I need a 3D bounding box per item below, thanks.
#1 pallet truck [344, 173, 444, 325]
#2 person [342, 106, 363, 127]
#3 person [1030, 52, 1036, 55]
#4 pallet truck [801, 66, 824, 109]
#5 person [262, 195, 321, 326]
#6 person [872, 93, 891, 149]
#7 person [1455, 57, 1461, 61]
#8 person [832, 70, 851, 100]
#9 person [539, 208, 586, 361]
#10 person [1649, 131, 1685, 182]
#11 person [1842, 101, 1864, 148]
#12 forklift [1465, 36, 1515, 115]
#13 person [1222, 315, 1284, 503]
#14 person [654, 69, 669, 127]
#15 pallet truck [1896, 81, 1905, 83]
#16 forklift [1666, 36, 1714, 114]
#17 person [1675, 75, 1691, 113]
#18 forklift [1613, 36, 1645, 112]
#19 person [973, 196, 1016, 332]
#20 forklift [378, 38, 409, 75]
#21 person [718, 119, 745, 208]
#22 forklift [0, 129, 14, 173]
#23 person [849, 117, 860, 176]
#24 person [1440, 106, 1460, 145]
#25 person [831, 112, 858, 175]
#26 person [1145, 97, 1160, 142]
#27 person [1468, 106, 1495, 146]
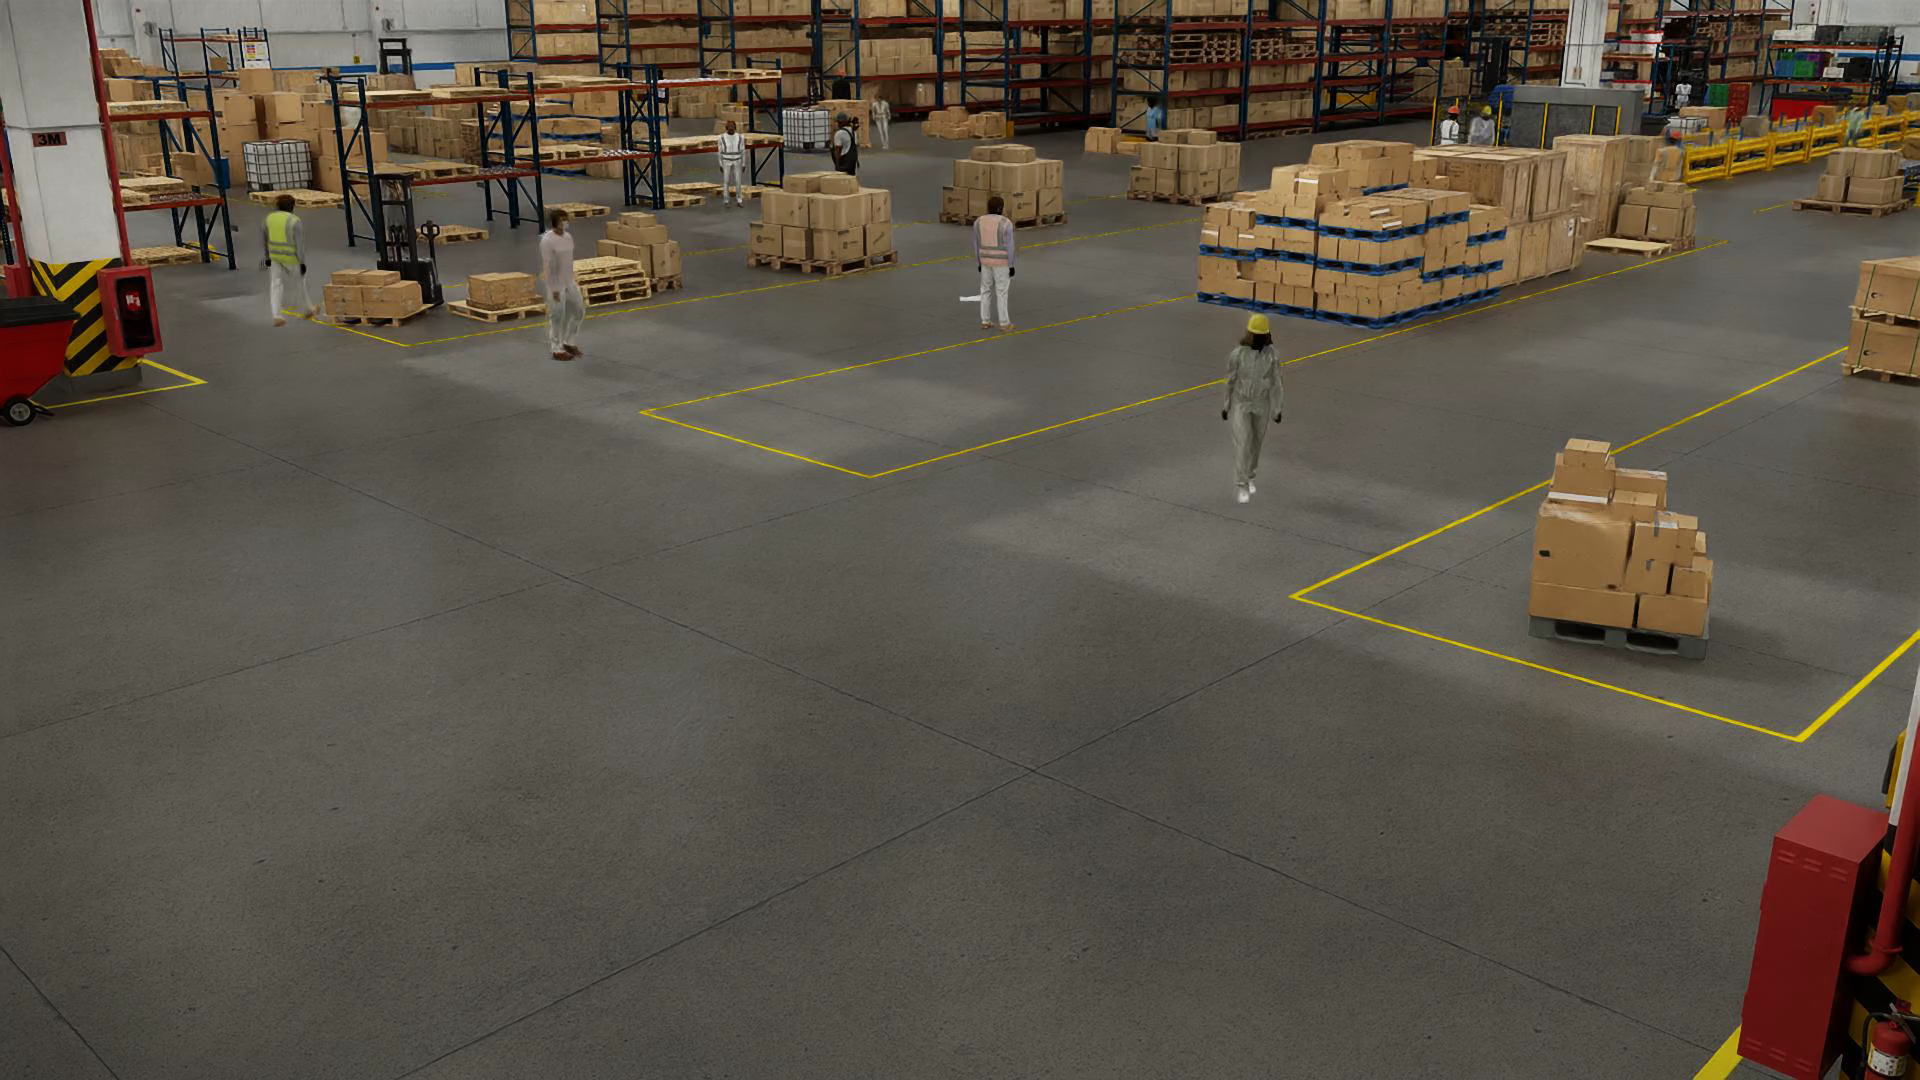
[{"bbox_3d":[-8.209,-4.181,23.757,0.823,1.965,1.885,3,19,9],"label":"pallet truck"},{"bbox_3d":[-16.179,-10.974,44.384,0.702,1.908,0.358,8,20,22],"label":"person"},{"bbox_3d":[3.401,-22.257,78.383,0.524,1.886,0.688,17,25,41],"label":"person"},{"bbox_3d":[-4.812,-15.182,56.903,0.823,1.965,1.885,-9,21,-26],"label":"pallet truck"},{"bbox_3d":[-9.433,-3.938,23.345,0.748,1.781,0.949,4,19,12],"label":"person"},{"bbox_3d":[-2.310,-12.256,48.676,0.536,1.611,0.579,2,18,6],"label":"person"},{"bbox_3d":[20.828,-19.282,69.575,0.888,1.793,0.606,-16,24,-40],"label":"person"},{"bbox_3d":[-3.856,-14.259,54.131,0.613,1.991,0.391,-1,18,-3],"label":"person"},{"bbox_3d":[-4.992,-3.191,20.880,0.504,1.923,0.625,8,20,23],"label":"person"},{"bbox_3d":[13.758,-7.016,32.487,0.682,1.900,0.368,-1,18,-3],"label":"person"},{"bbox_3d":[24.581,-11.299,45.842,0.840,1.576,0.559,-9,21,-26],"label":"person"},{"bbox_3d":[19.973,-17.201,61.605,1.873,2.768,1.129,16,24,40],"label":"forklift"},{"bbox_3d":[2.695,-1.193,15.201,0.525,1.708,0.826,-1,18,-4],"label":"person"},{"bbox_3d":[-10.116,-15.001,56.498,0.588,1.911,0.396,10,21,28],"label":"person"},{"bbox_3d":[34.802,-16.331,61.455,0.653,1.274,1.630,17,25,41],"label":"pallet truck"},{"bbox_3d":[27.341,-17.291,61.877,1.129,2.768,1.873,17,25,41],"label":"forklift"},{"bbox_3d":[24.718,-15.032,56.919,0.532,1.697,0.320,-1,18,-2],"label":"person"},{"bbox_3d":[25.034,-17.516,62.554,1.129,2.768,1.873,17,25,41],"label":"forklift"},{"bbox_3d":[0.494,-3.787,22.817,0.627,1.843,0.429,11,21,29],"label":"person"},{"bbox_3d":[-20.304,-16.625,59.872,1.129,2.768,1.873,-4,19,-12],"label":"forklift"},{"bbox_3d":[-4.883,-8.060,35.644,0.574,1.876,0.356,-5,19,-16],"label":"person"},{"bbox_3d":[-24.026,-10.894,42.605,1.129,2.768,1.873,17,25,41],"label":"forklift"},{"bbox_3d":[-2.316,-8.284,36.316,0.328,1.874,0.517,5,19,14],"label":"person"},{"bbox_3d":[11.432,-9.153,38.856,0.384,1.929,0.539,-9,21,-26],"label":"person"},{"bbox_3d":[-2.488,-8.143,35.628,0.535,2.000,0.700,9,20,26],"label":"person"},{"bbox_3d":[5.375,-11.427,46.090,0.395,1.674,0.614,-8,20,-23],"label":"person"},{"bbox_3d":[12.773,-9.649,40.559,0.613,1.784,0.875,-3,19,-10],"label":"person"}]
